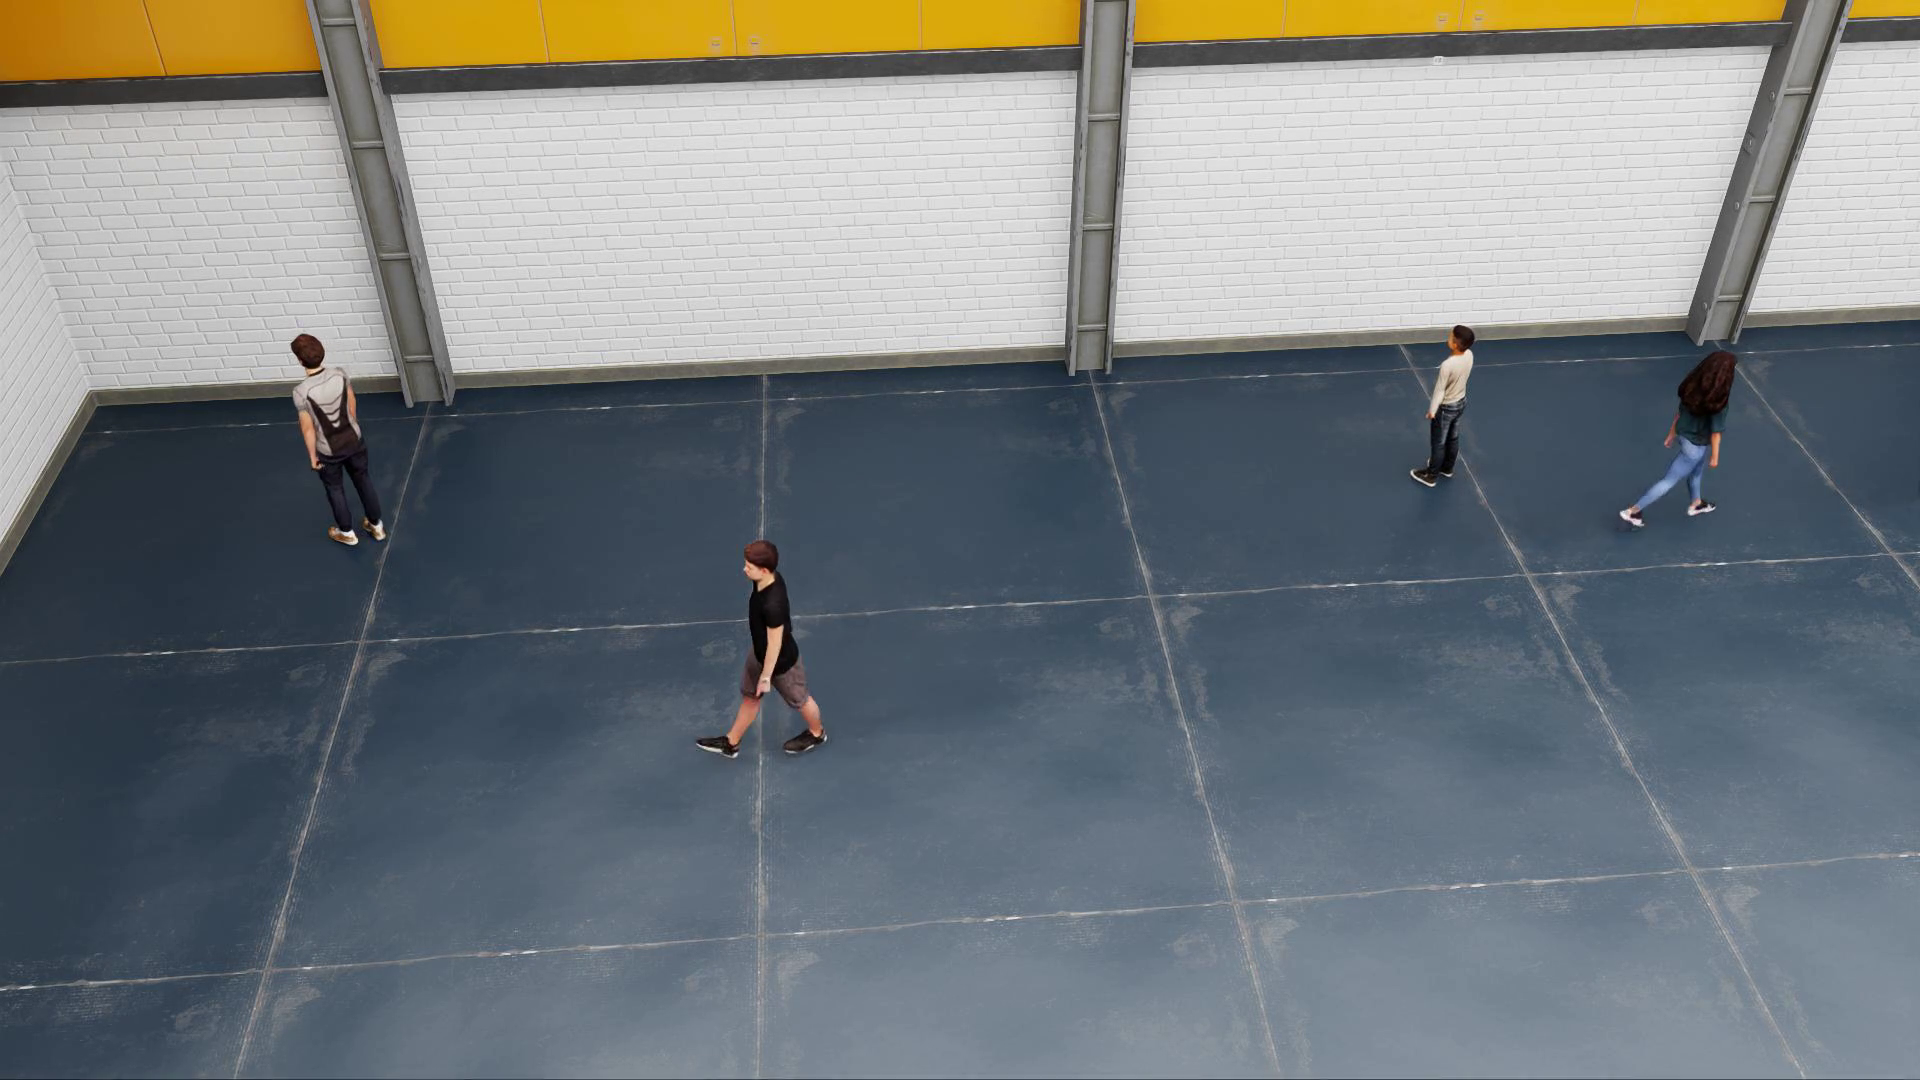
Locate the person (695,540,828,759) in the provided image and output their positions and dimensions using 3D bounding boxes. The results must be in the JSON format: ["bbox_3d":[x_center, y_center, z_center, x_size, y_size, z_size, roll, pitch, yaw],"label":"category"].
[{"bbox_3d":[-1.138,0.748,11.041,1.220,1.823,0.919,-14,41,-17],"label":"person"}]

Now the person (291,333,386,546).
[{"bbox_3d":[-4.779,-0.758,12.876,0.837,1.885,0.765,32,48,34],"label":"person"}]

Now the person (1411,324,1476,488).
[{"bbox_3d":[4.020,-1.103,13.650,0.592,1.460,0.672,-30,47,-32],"label":"person"}]

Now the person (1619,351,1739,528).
[{"bbox_3d":[5.698,-0.748,13.113,1.166,1.575,0.730,-9,39,-11],"label":"person"}]
